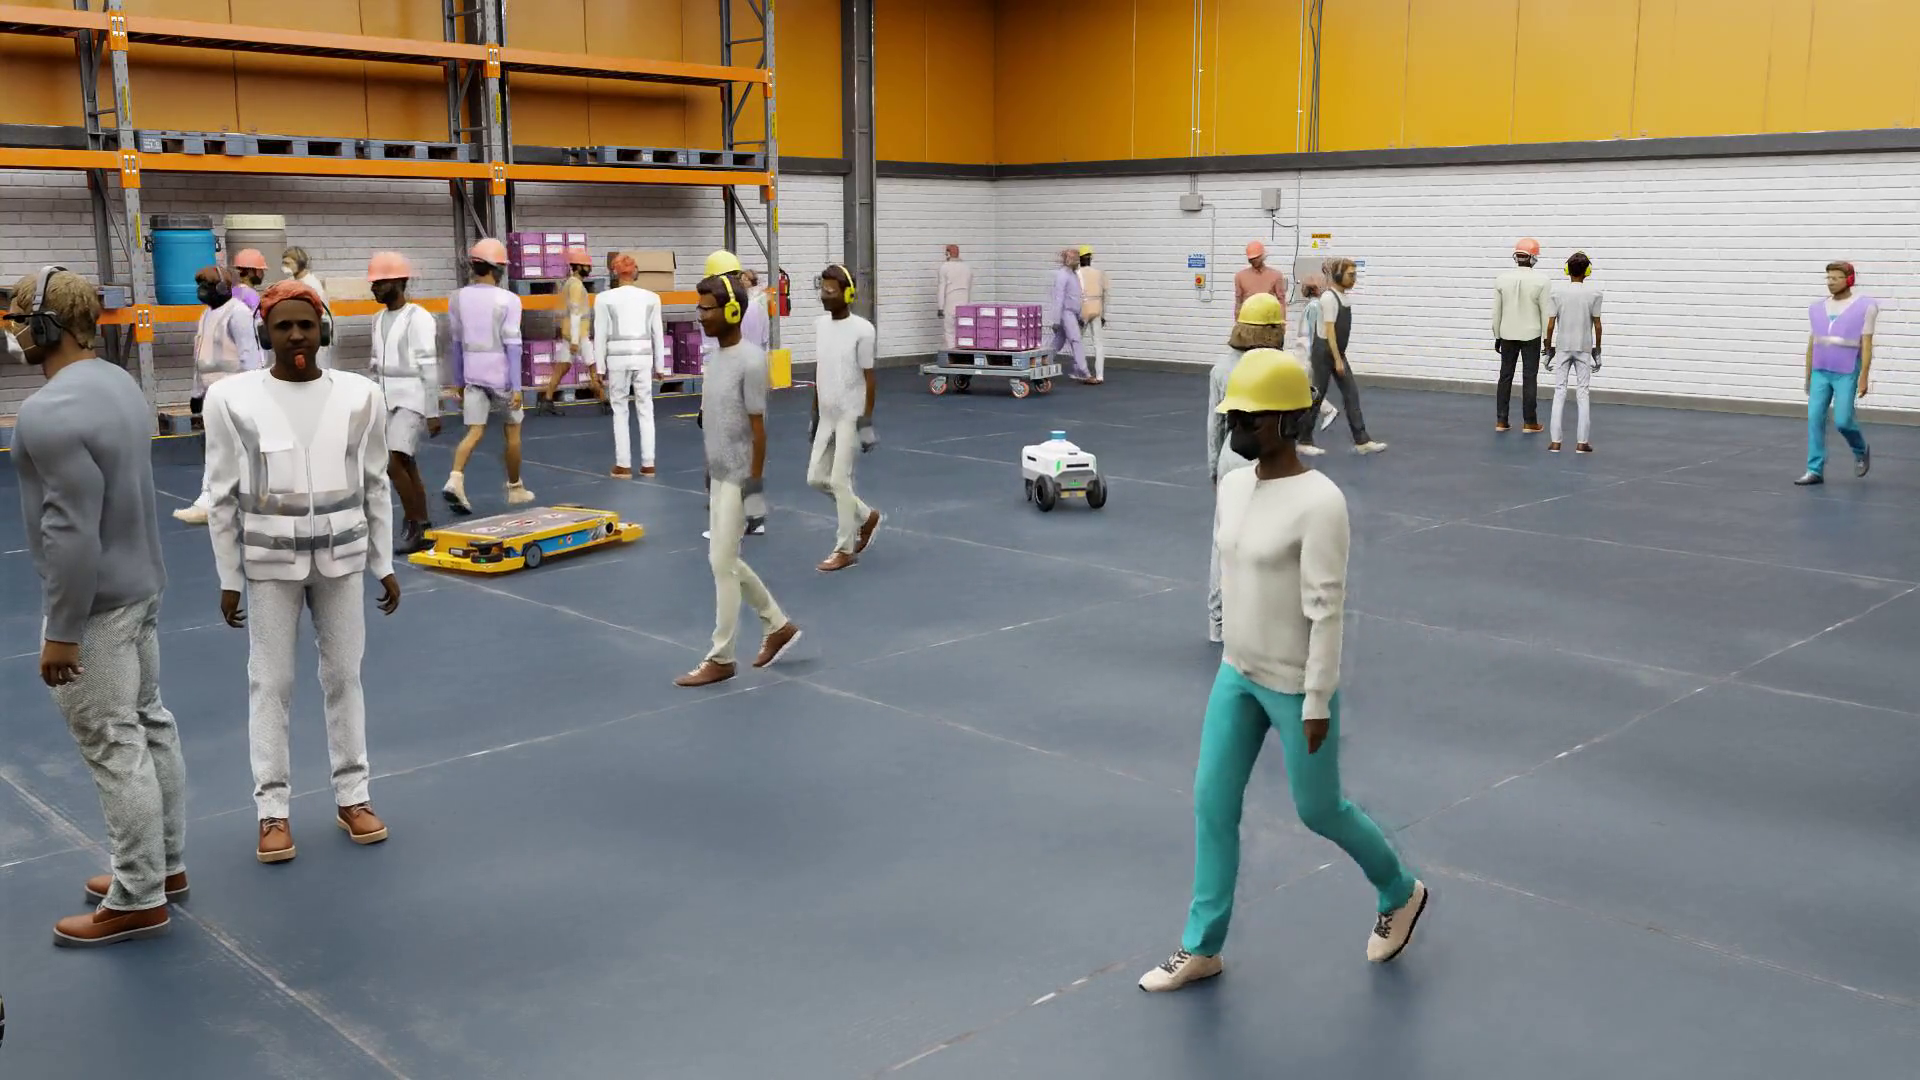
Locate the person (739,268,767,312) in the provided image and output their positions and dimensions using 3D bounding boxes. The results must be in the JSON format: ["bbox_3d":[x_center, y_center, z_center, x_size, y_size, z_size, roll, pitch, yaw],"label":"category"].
[{"bbox_3d":[-2.560,-2.492,20.249,0.527,1.619,0.364,6,12,29],"label":"person"}]

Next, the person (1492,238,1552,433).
[{"bbox_3d":[5.786,-2.101,17.125,0.611,1.995,0.381,8,13,37],"label":"person"}]

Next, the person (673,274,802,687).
[{"bbox_3d":[-1.017,-0.268,7.567,0.616,1.875,0.554,-6,12,-31],"label":"person"}]

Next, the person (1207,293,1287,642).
[{"bbox_3d":[1.447,-0.338,8.201,0.321,1.742,0.492,-10,14,-42],"label":"person"}]

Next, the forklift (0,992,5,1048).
[{"bbox_3d":[-3.245,0.323,3.363,2.313,2.155,1.214,2,11,13],"label":"forklift"}]

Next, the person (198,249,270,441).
[{"bbox_3d":[-6.437,-1.641,14.886,0.756,1.910,0.545,-8,13,-37],"label":"person"}]

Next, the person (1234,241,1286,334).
[{"bbox_3d":[3.750,-2.760,20.840,0.642,1.959,0.797,2,11,8],"label":"person"}]

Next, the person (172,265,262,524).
[{"bbox_3d":[-5.276,-1.019,11.740,0.880,1.805,0.660,-10,14,-42],"label":"person"}]

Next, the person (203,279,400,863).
[{"bbox_3d":[-2.138,0.096,5.451,0.574,1.883,0.360,-6,12,-32],"label":"person"}]

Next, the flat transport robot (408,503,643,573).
[{"bbox_3d":[-2.722,-0.028,10.529,0.652,0.197,1.431,6,12,28],"label":"flat transport robot"}]

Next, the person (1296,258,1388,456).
[{"bbox_3d":[3.488,-1.637,15.124,0.909,1.806,0.537,7,13,35],"label":"person"}]

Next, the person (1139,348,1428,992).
[{"bbox_3d":[0.912,0.349,4.478,0.819,1.742,0.540,-5,12,-26],"label":"person"}]

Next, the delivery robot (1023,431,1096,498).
[{"bbox_3d":[0.738,-0.573,12.465,0.477,0.478,0.707,-4,11,-20],"label":"delivery robot"}]

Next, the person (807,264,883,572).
[{"bbox_3d":[-0.702,-0.744,10.115,0.538,1.854,0.504,10,14,43],"label":"person"}]

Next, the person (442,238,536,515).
[{"bbox_3d":[-3.471,-1.193,12.147,0.617,2.012,0.940,3,11,17],"label":"person"}]

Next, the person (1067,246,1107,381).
[{"bbox_3d":[1.733,-3.131,23.069,0.662,1.867,0.875,-4,11,-22],"label":"person"}]

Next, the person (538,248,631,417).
[{"bbox_3d":[-4.263,-2.297,18.540,1.029,1.878,0.559,-5,11,-23],"label":"person"}]

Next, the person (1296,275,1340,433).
[{"bbox_3d":[3.612,-1.884,16.949,0.438,1.626,0.520,3,11,15],"label":"person"}]

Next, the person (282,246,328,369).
[{"bbox_3d":[-6.338,-1.826,15.845,0.824,1.906,0.651,-9,14,-41],"label":"person"}]

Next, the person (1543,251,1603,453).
[{"bbox_3d":[5.722,-1.746,15.527,0.520,1.873,0.328,5,11,24],"label":"person"}]

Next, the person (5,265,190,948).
[{"bbox_3d":[-2.474,0.193,4.770,0.362,1.938,0.631,-2,11,-9],"label":"person"}]

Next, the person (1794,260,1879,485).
[{"bbox_3d":[7.133,-1.347,13.474,0.625,1.824,0.579,-6,12,-30],"label":"person"}]

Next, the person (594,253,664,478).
[{"bbox_3d":[-2.763,-1.454,13.941,0.591,1.871,0.390,-5,11,-25],"label":"person"}]

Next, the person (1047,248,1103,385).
[{"bbox_3d":[1.426,-3.035,22.605,0.994,1.862,0.662,3,11,13],"label":"person"}]

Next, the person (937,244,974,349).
[{"bbox_3d":[-0.075,-3.575,25.471,0.661,1.888,0.400,-7,13,-34],"label":"person"}]

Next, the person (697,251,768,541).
[{"bbox_3d":[-1.526,-0.953,11.069,0.379,1.920,0.586,7,13,34],"label":"person"}]

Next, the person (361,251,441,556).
[{"bbox_3d":[-3.559,-0.841,10.458,0.566,1.915,0.570,9,13,39],"label":"person"}]
